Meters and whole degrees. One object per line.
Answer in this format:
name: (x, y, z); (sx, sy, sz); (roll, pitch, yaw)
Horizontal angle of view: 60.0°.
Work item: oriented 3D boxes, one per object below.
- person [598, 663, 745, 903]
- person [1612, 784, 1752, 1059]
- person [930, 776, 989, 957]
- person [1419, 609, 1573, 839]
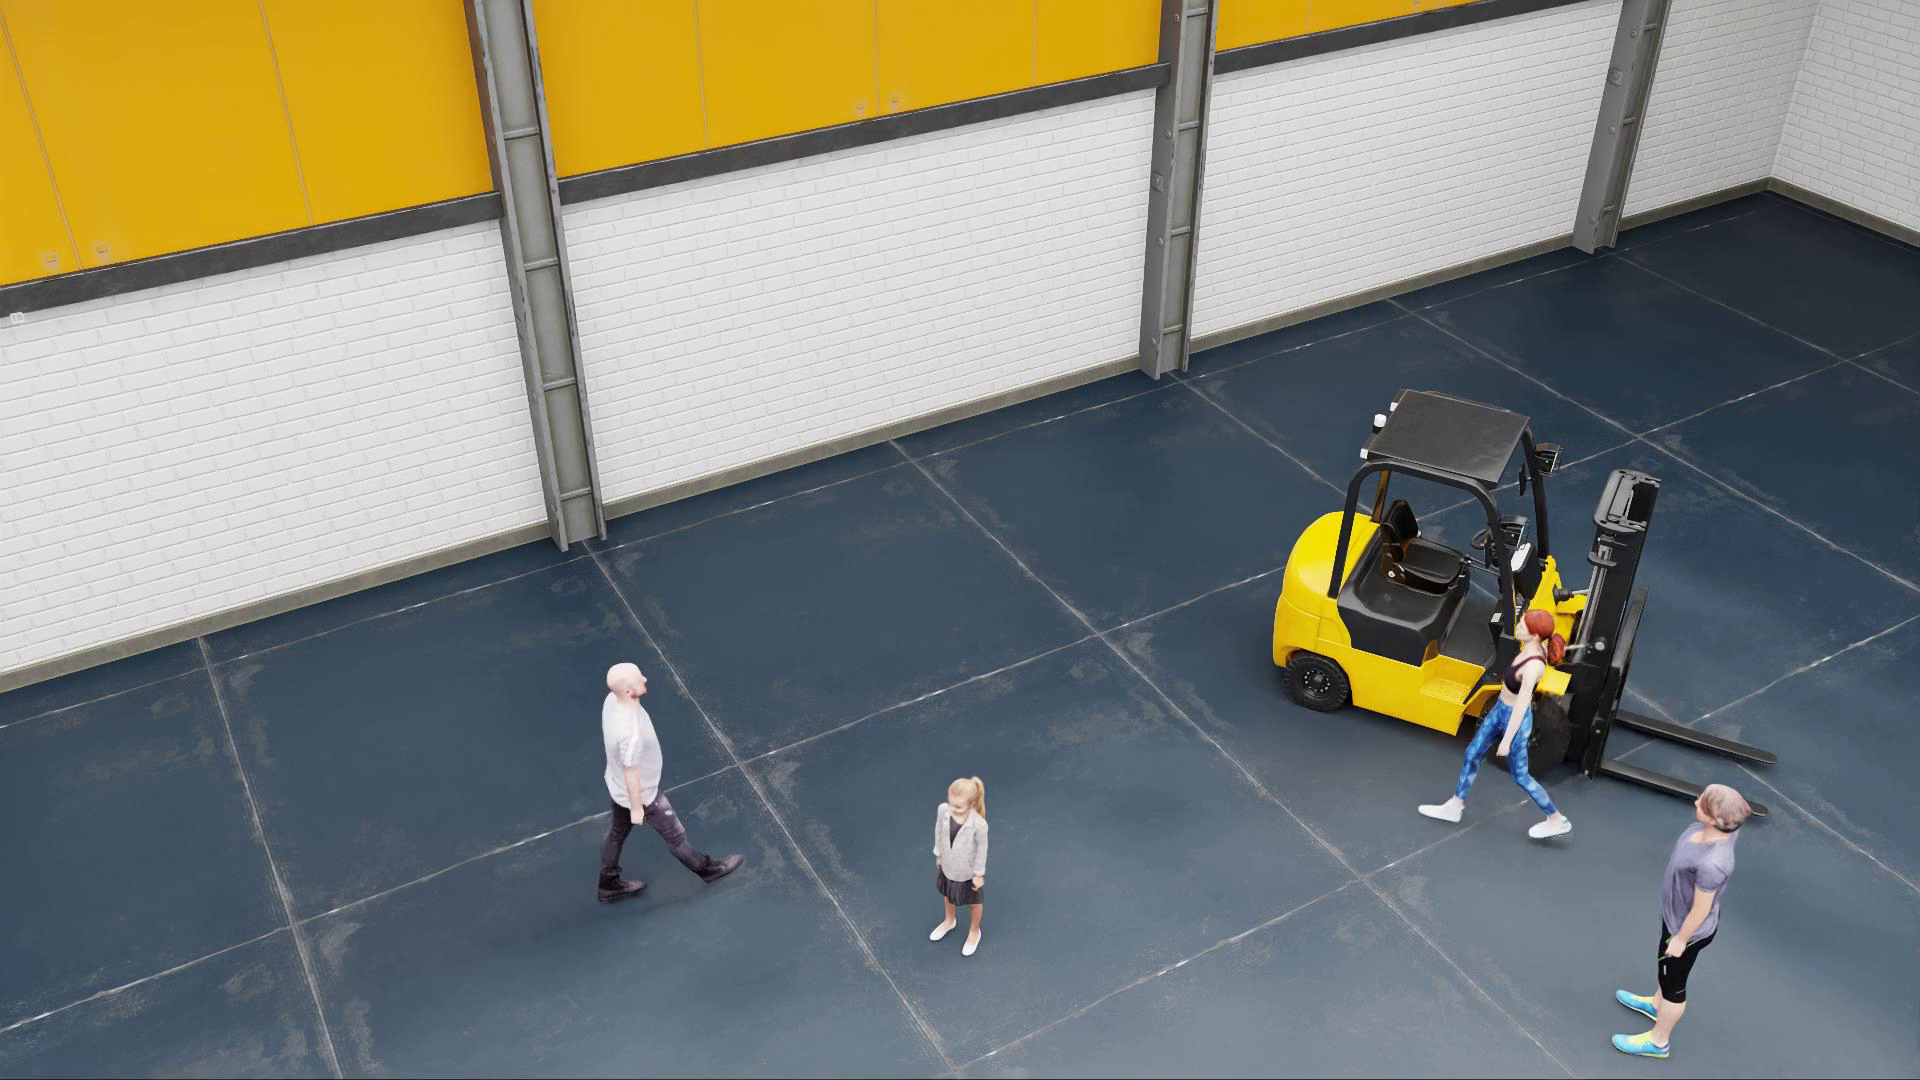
person: (-2.039, 1.506, 9.997); (1.191, 1.789, 0.802); (-12, 36, -18)
person: (3.971, 2.065, 9.072); (0.819, 1.883, 0.723); (15, 36, 21)
person: (0.008, 1.904, 9.861); (0.591, 1.277, 0.630); (19, 38, 27)
person: (3.564, 1.213, 10.478); (1.163, 1.745, 1.116); (9, 35, 13)
